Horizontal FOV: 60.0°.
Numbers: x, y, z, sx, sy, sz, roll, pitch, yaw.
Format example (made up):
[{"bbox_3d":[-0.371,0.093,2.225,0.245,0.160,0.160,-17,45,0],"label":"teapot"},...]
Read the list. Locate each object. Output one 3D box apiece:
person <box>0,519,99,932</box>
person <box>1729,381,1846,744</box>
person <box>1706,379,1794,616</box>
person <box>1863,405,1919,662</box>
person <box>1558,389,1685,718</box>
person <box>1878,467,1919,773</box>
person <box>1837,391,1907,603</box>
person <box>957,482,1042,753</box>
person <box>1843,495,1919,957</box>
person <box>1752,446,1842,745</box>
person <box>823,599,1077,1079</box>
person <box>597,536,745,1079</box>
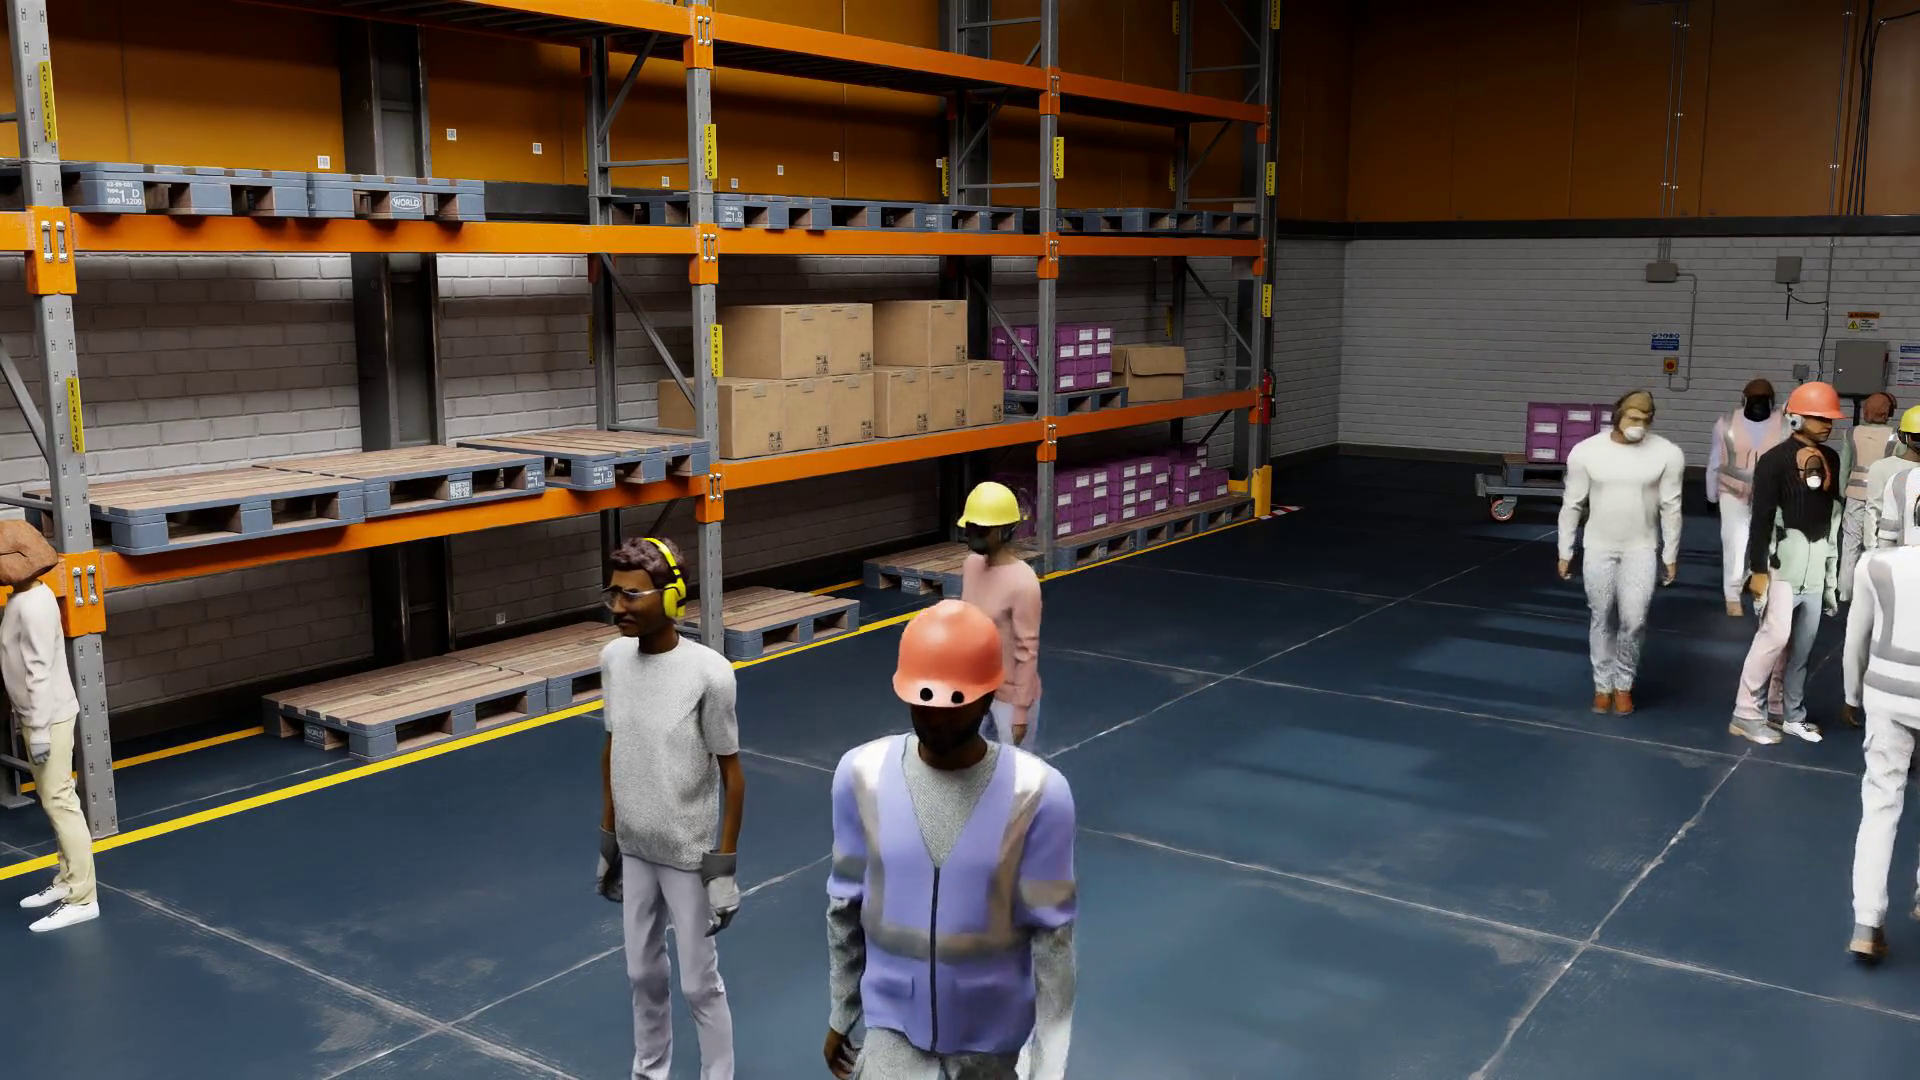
[{"bbox_3d":[-3.650,0.721,6.590,0.285,1.626,0.496,-6,11,-34],"label":"person"},{"bbox_3d":[4.561,0.126,9.071,0.613,1.984,0.419,-5,11,-30],"label":"person"},{"bbox_3d":[5.985,-0.360,12.625,0.616,1.776,0.965,3,10,19],"label":"person"},{"bbox_3d":[5.730,0.067,10.058,0.529,1.768,0.312,0,10,2],"label":"person"},{"bbox_3d":[3.769,0.086,9.541,0.671,1.906,0.517,5,11,26],"label":"person"},{"bbox_3d":[4.891,0.272,8.324,0.375,1.935,0.551,-7,12,-38],"label":"person"},{"bbox_3d":[6.940,-0.305,12.650,0.309,1.642,0.520,-8,13,-40],"label":"person"},{"bbox_3d":[0.108,0.631,6.726,0.557,1.743,0.560,-6,11,-33],"label":"person"},{"bbox_3d":[3.678,0.652,6.365,0.575,1.844,0.978,6,11,33],"label":"person"},{"bbox_3d":[4.546,0.300,9.064,0.500,1.633,0.285,-2,10,-10],"label":"person"},{"bbox_3d":[-0.053,1.079,3.592,0.588,1.907,0.790,2,10,11],"label":"person"},{"bbox_3d":[-0.844,0.906,4.751,0.516,1.871,0.325,6,11,33],"label":"person"}]
